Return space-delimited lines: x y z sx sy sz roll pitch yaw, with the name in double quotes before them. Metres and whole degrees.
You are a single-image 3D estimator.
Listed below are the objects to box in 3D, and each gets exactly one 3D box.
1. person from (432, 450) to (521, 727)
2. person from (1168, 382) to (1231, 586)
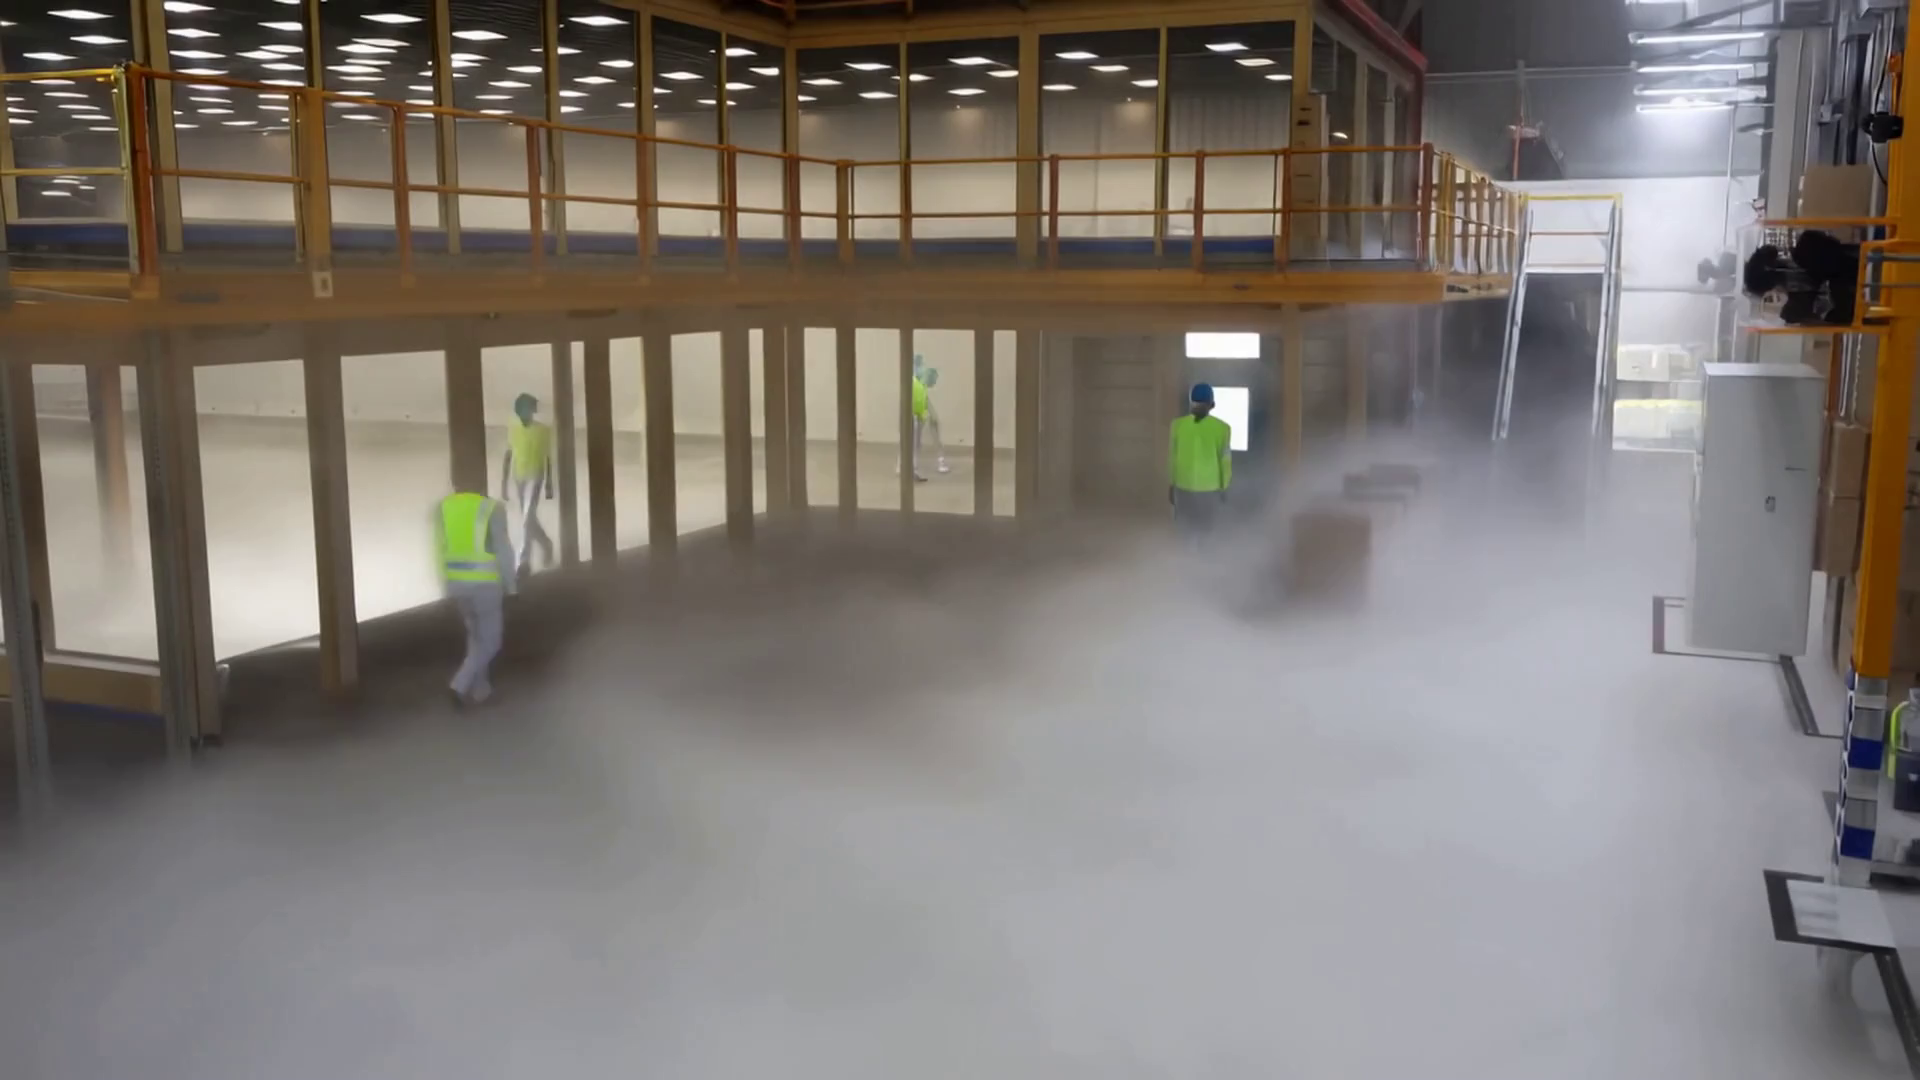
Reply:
"person" -3.311 0.328 11.199 0.576 1.858 0.787 4 10 23
"person" 2.322 -0.540 16.161 0.612 1.986 0.406 1 9 7
